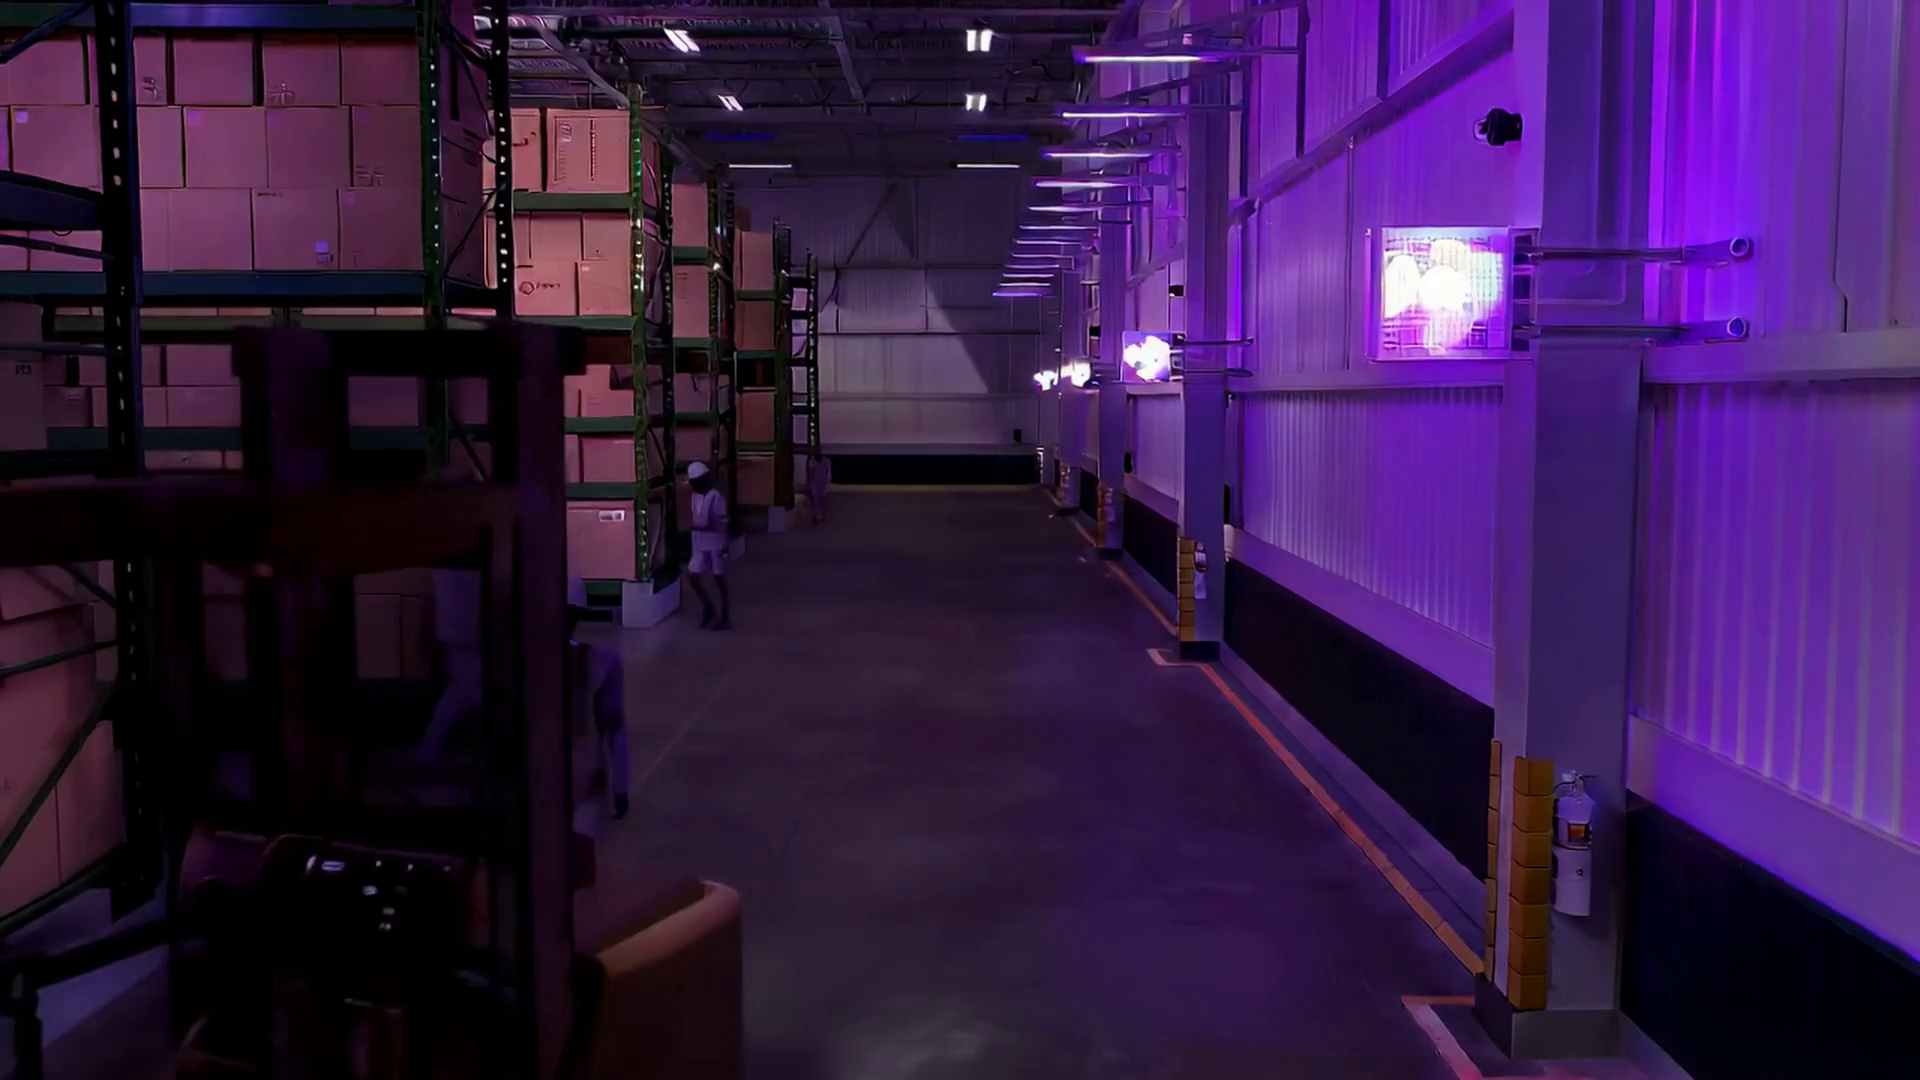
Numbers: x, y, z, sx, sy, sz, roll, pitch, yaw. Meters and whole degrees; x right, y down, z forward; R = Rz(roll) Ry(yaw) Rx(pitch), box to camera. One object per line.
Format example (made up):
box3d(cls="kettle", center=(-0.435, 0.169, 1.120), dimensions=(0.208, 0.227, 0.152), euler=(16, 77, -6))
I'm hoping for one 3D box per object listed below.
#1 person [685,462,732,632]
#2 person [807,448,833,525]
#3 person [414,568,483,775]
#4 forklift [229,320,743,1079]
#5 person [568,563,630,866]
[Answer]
box3d(cls="person", center=(-2.790, 0.080, 18.564), dimensions=(0.695, 1.903, 0.543), euler=(4, 6, 38))
box3d(cls="person", center=(-2.882, -1.113, 34.284), dimensions=(0.521, 1.593, 0.871), euler=(0, 5, -1))
box3d(cls="person", center=(-3.478, 0.697, 11.746), dimensions=(0.697, 1.856, 0.977), euler=(5, 7, 44))
box3d(cls="forklift", center=(-1.482, 0.801, 4.579), dimensions=(1.129, 2.768, 1.873), euler=(2, 5, 22))
box3d(cls="person", center=(-1.719, 1.053, 7.209), dimensions=(0.569, 1.908, 0.736), euler=(-1, 5, -13))
